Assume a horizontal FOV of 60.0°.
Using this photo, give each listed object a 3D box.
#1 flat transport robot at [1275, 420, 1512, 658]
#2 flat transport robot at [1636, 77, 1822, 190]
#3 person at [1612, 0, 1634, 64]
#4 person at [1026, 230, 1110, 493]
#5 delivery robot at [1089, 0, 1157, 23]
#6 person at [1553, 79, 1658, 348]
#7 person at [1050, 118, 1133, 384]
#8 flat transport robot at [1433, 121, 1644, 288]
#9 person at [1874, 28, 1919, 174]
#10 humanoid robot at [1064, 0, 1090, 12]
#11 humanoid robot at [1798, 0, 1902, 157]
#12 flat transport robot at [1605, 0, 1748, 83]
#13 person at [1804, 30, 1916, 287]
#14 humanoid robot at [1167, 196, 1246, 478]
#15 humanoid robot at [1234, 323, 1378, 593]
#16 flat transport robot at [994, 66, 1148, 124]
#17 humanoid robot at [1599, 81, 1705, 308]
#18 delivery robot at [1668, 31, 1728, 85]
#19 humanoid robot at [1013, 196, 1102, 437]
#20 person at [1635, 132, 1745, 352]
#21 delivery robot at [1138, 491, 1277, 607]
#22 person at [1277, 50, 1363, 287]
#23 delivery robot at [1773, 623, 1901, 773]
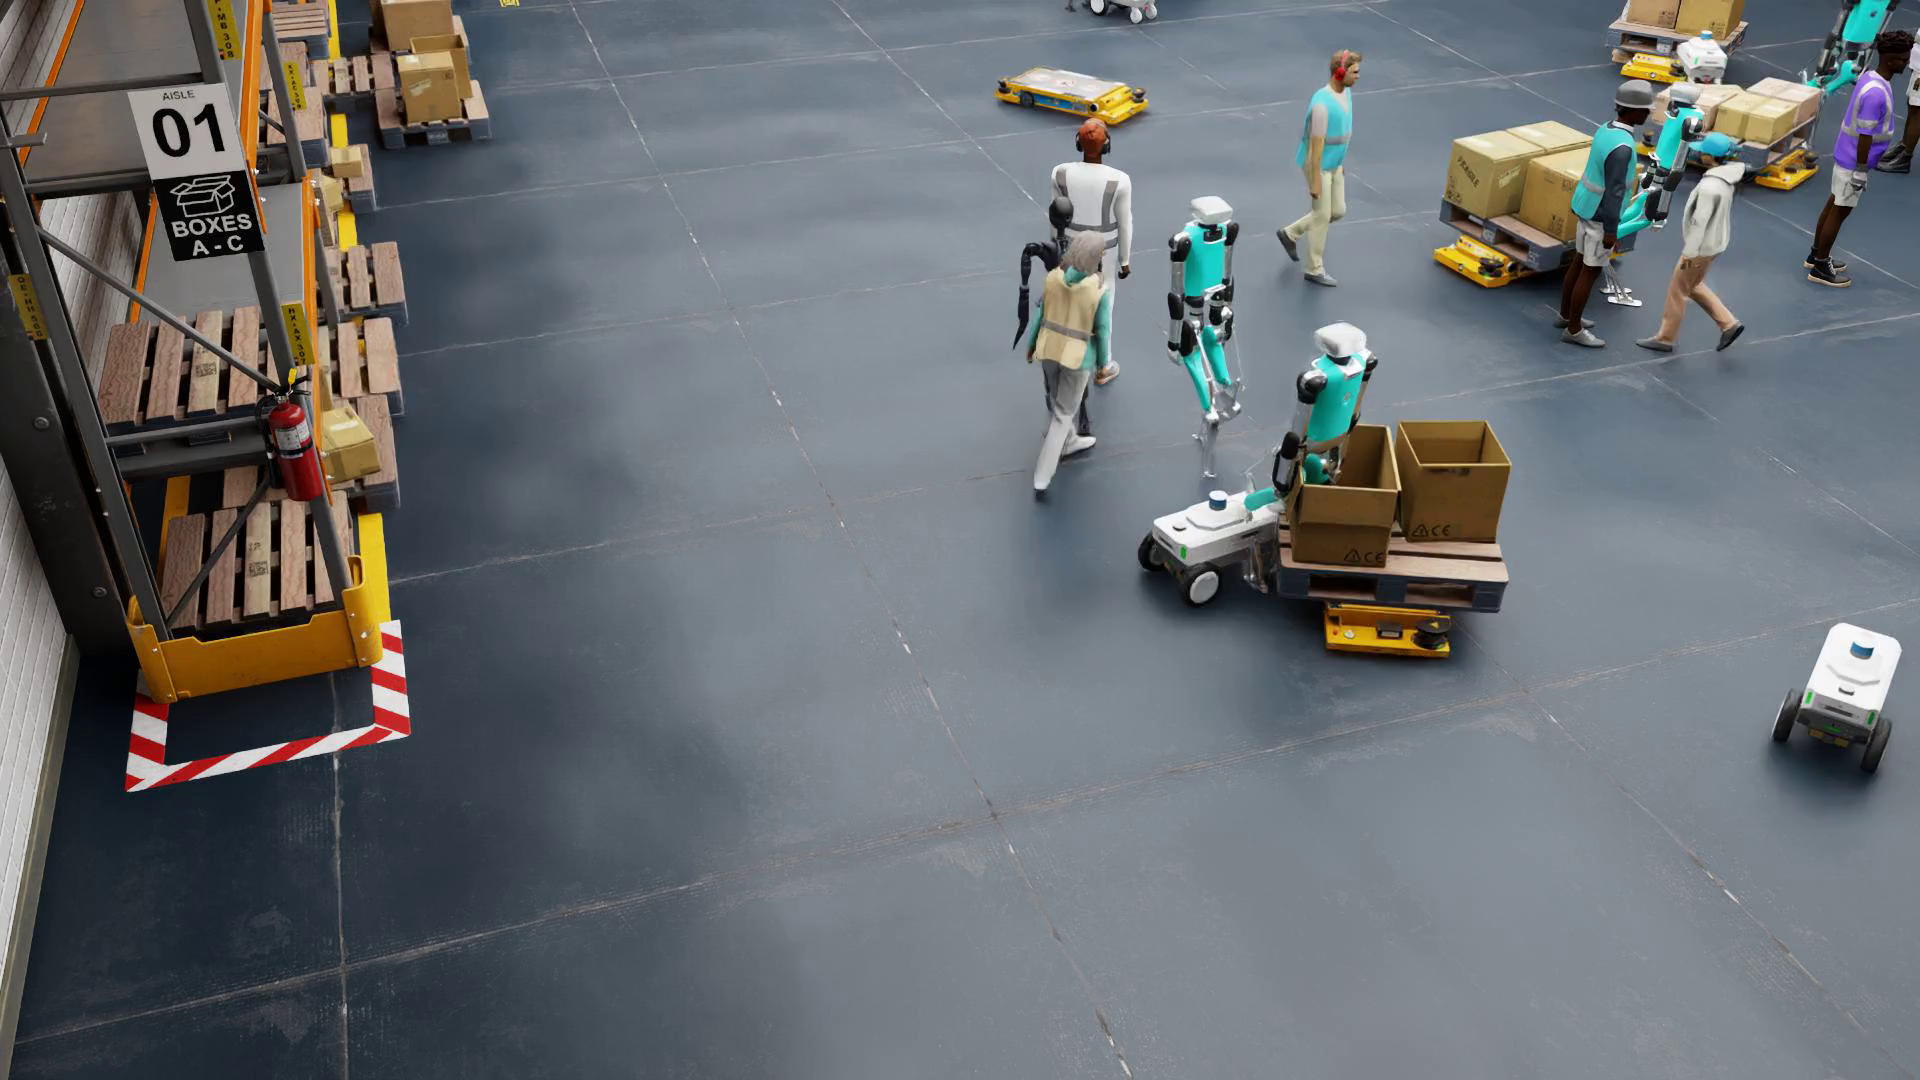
[{"bbox_3d":[2.405,0.175,9.590,0.659,0.231,1.431,4,33,6],"label":"flat transport robot"},{"bbox_3d":[7.066,-3.557,15.315,1.431,0.231,0.659,28,42,36],"label":"flat transport robot"},{"bbox_3d":[7.262,-6.015,17.620,0.355,1.869,0.468,12,35,17],"label":"person"},{"bbox_3d":[0.655,-1.125,10.294,0.534,1.661,0.780,22,39,30],"label":"person"},{"bbox_3d":[1.922,-6.368,19.361,0.499,0.592,0.774,-28,42,-35],"label":"delivery robot"},{"bbox_3d":[4.595,-2.343,11.925,0.430,1.937,0.561,4,33,6],"label":"person"},{"bbox_3d":[0.894,-1.960,11.387,0.574,1.884,0.356,12,35,17],"label":"person"},{"bbox_3d":[4.624,-2.370,13.494,1.431,0.231,0.659,-15,36,-22],"label":"flat transport robot"},{"bbox_3d":[8.607,-4.245,14.847,0.357,1.935,0.542,13,35,19],"label":"person"},{"bbox_3d":[1.435,-7.009,19.339,0.590,1.634,0.387,-2,33,-4],"label":"humanoid robot"},{"bbox_3d":[7.984,-4.377,15.246,0.544,1.790,0.799,-6,34,-8],"label":"humanoid robot"},{"bbox_3d":[7.623,-5.193,17.823,0.659,0.231,1.431,20,38,28],"label":"flat transport robot"},{"bbox_3d":[6.934,-2.950,12.830,0.367,1.966,0.603,12,35,17],"label":"person"},{"bbox_3d":[1.654,-1.211,10.420,0.561,1.799,0.812,-24,40,-32],"label":"humanoid robot"},{"bbox_3d":[1.814,-0.418,9.228,0.534,1.854,0.755,-23,40,-31],"label":"humanoid robot"},{"bbox_3d":[1.113,-4.483,16.734,1.431,0.231,0.659,21,39,29],"label":"flat transport robot"},{"bbox_3d":[4.974,-2.563,12.327,0.735,1.673,0.533,3,33,5],"label":"humanoid robot"},{"bbox_3d":[7.650,-4.957,17.191,0.499,0.586,0.765,3,33,5],"label":"delivery robot"},{"bbox_3d":[0.650,-1.405,10.737,0.616,1.640,0.374,-6,34,-9],"label":"humanoid robot"},{"bbox_3d":[5.305,-2.057,11.749,0.622,1.650,0.466,20,38,27],"label":"person"},{"bbox_3d":[1.461,-0.011,9.597,0.769,0.577,0.499,-17,37,-24],"label":"delivery robot"},{"bbox_3d":[2.789,-2.882,12.860,0.531,1.822,0.607,20,38,27],"label":"person"},{"bbox_3d":[4.488,0.773,8.422,0.499,0.608,0.786,20,38,28],"label":"delivery robot"}]
